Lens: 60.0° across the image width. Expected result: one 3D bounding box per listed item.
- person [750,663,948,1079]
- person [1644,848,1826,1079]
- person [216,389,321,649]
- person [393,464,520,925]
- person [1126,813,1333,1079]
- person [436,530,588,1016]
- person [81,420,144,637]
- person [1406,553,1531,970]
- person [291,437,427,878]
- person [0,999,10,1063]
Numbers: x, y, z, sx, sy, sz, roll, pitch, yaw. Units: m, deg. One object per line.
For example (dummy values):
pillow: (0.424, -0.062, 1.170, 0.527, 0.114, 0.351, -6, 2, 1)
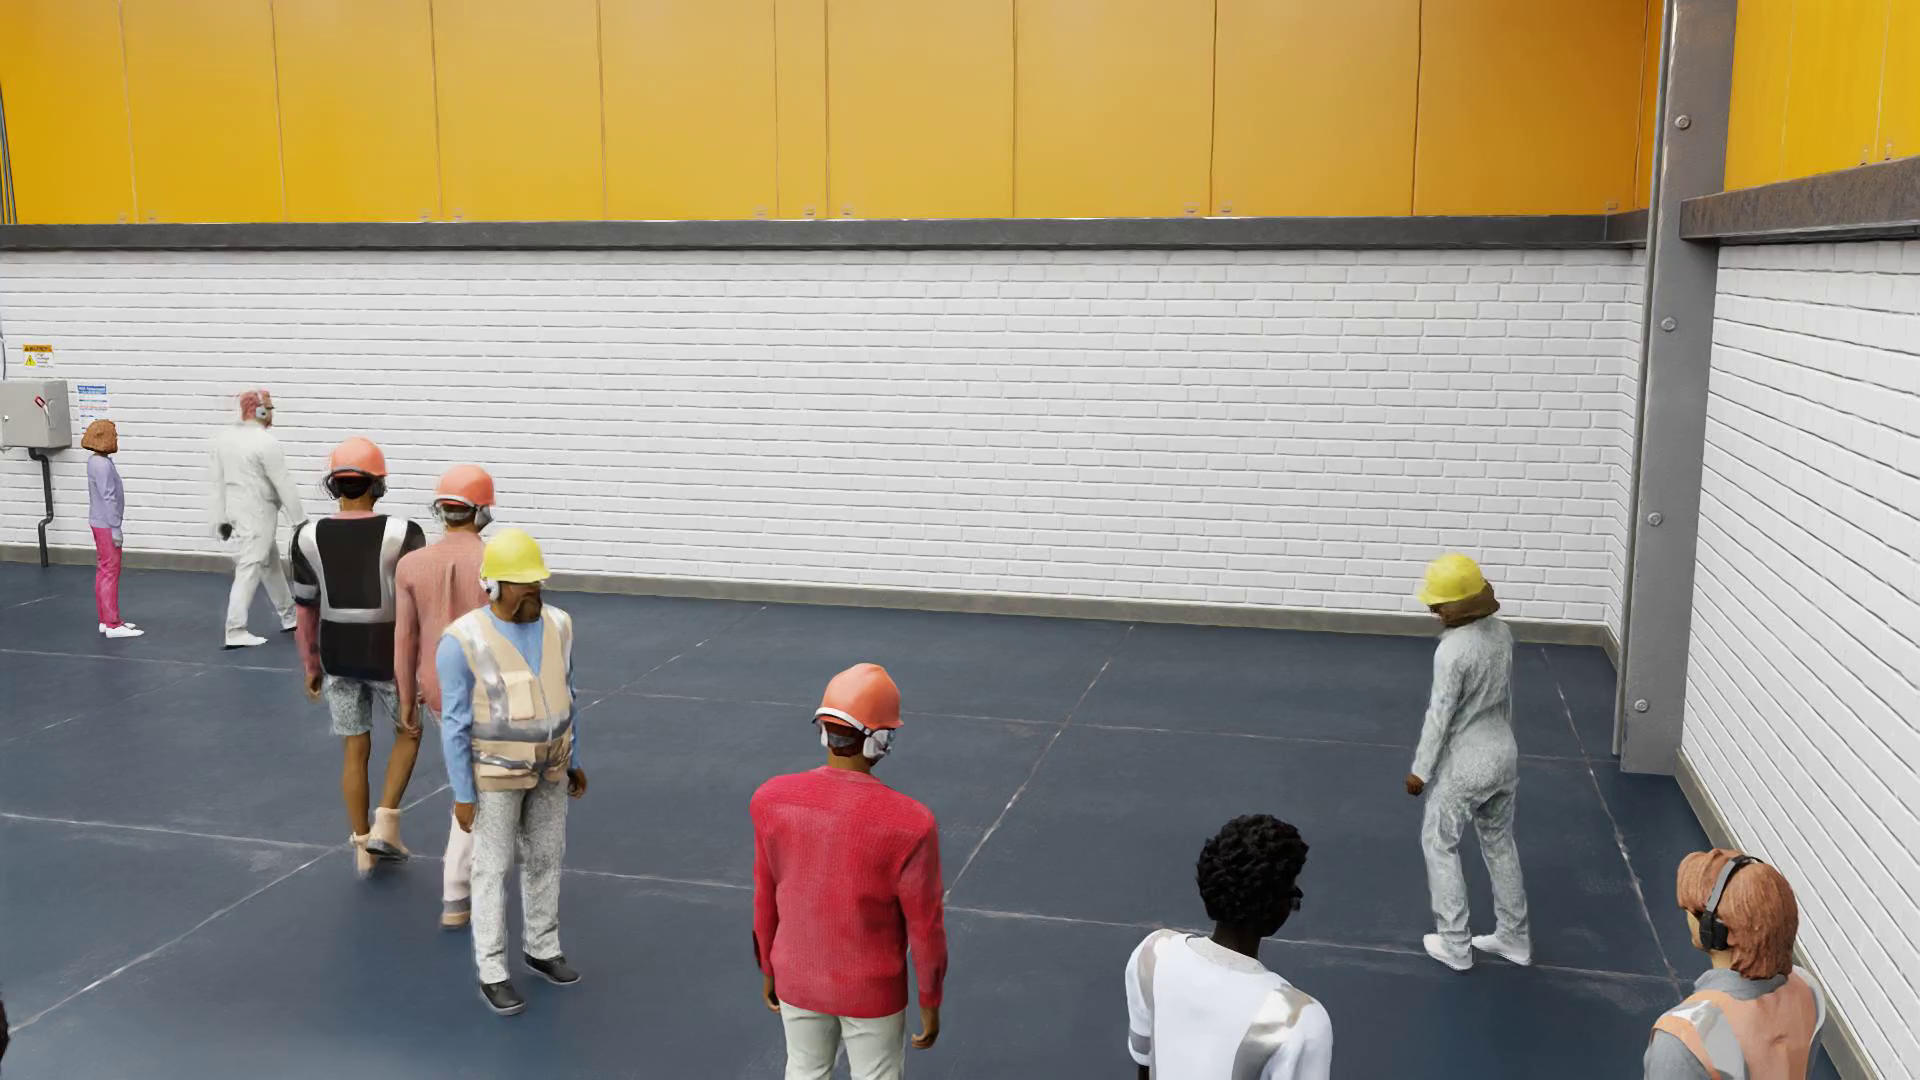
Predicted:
person: (-0.299, 1.196, 4.617, 0.578, 1.737, 0.355, 4, 10, 21)
person: (1.580, 1.440, 3.472, 0.512, 1.641, 0.307, -7, 12, -35)
person: (-5.099, -0.170, 12.286, 0.659, 1.869, 0.934, 8, 13, 40)
person: (-2.139, 0.630, 7.368, 0.610, 1.931, 1.064, 1, 10, 7)
person: (0.568, 1.405, 3.551, 0.319, 1.686, 0.539, -8, 13, -40)
person: (-1.670, 0.867, 6.316, 0.407, 1.826, 0.615, 8, 12, 38)
person: (-6.381, -0.088, 12.481, 0.287, 1.635, 0.499, -7, 12, -35)
person: (2.019, 0.878, 6.581, 0.523, 1.709, 0.361, -8, 13, -40)
person: (-2.708, 0.541, 7.614, 0.623, 2.027, 0.426, 0, 10, 0)
person: (-1.411, 1.502, 2.495, 0.365, 1.856, 0.530, -7, 12, -37)
